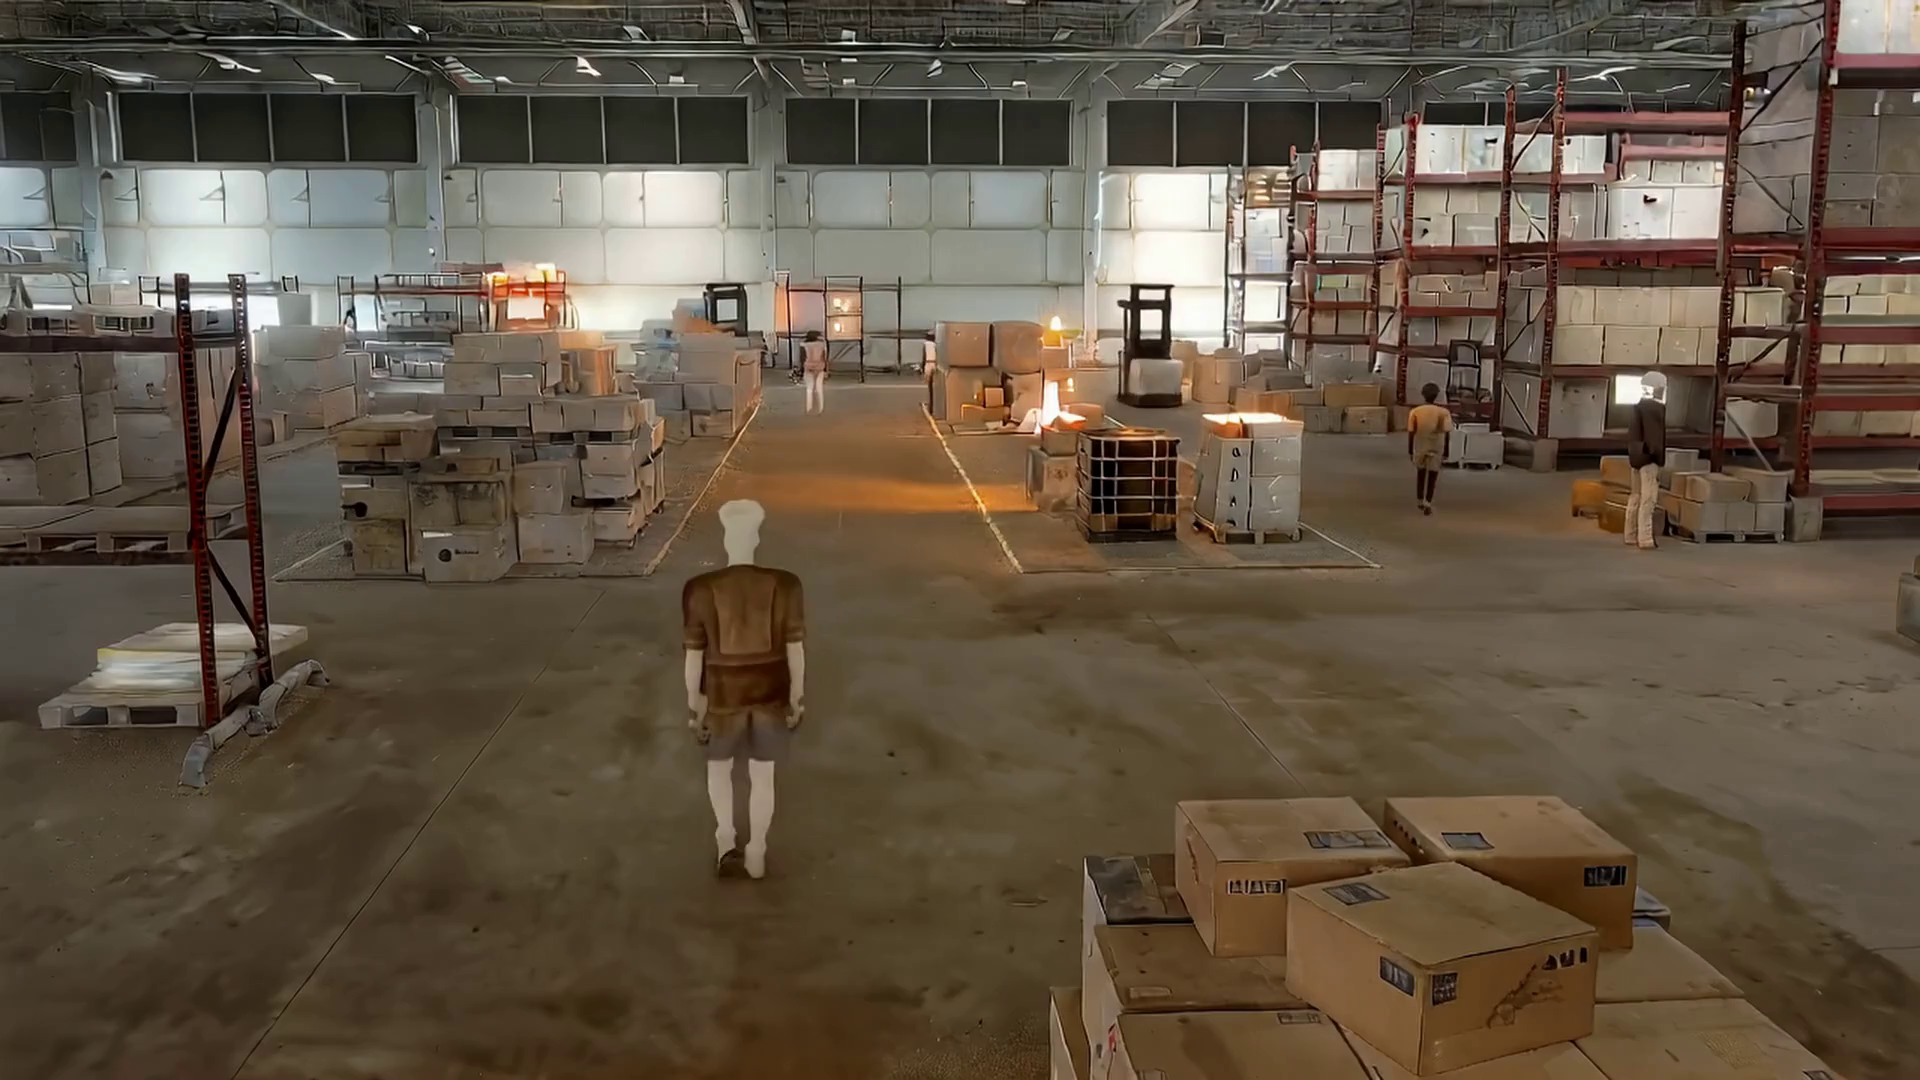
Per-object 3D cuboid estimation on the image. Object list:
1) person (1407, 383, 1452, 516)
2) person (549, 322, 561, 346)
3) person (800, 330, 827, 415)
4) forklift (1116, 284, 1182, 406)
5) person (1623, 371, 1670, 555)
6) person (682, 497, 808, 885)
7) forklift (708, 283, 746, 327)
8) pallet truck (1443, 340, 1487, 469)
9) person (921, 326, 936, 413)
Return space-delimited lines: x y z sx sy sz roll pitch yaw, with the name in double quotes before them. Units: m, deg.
"person" 5.938 -1.152 21.074 0.536 1.662 0.840 4 10 24
"person" -9.391 -4.083 38.615 0.372 1.940 0.631 -2 9 -14
"person" -3.200 -3.644 36.159 0.626 1.846 0.429 -5 10 -27
"forklift" 4.419 -4.545 38.570 1.129 2.768 1.873 -2 9 -10
"person" 7.487 -0.842 18.089 0.386 1.993 0.622 -1 9 -8
"person" -1.049 0.755 8.196 0.614 1.950 0.447 -1 9 -9
"forklift" -5.817 -5.040 41.677 1.129 2.768 1.873 -1 9 -4
"pallet truck" 8.004 -2.170 26.422 0.823 1.965 1.885 2 9 14
"person" -0.601 -3.714 36.368 0.545 1.915 0.743 3 9 17
